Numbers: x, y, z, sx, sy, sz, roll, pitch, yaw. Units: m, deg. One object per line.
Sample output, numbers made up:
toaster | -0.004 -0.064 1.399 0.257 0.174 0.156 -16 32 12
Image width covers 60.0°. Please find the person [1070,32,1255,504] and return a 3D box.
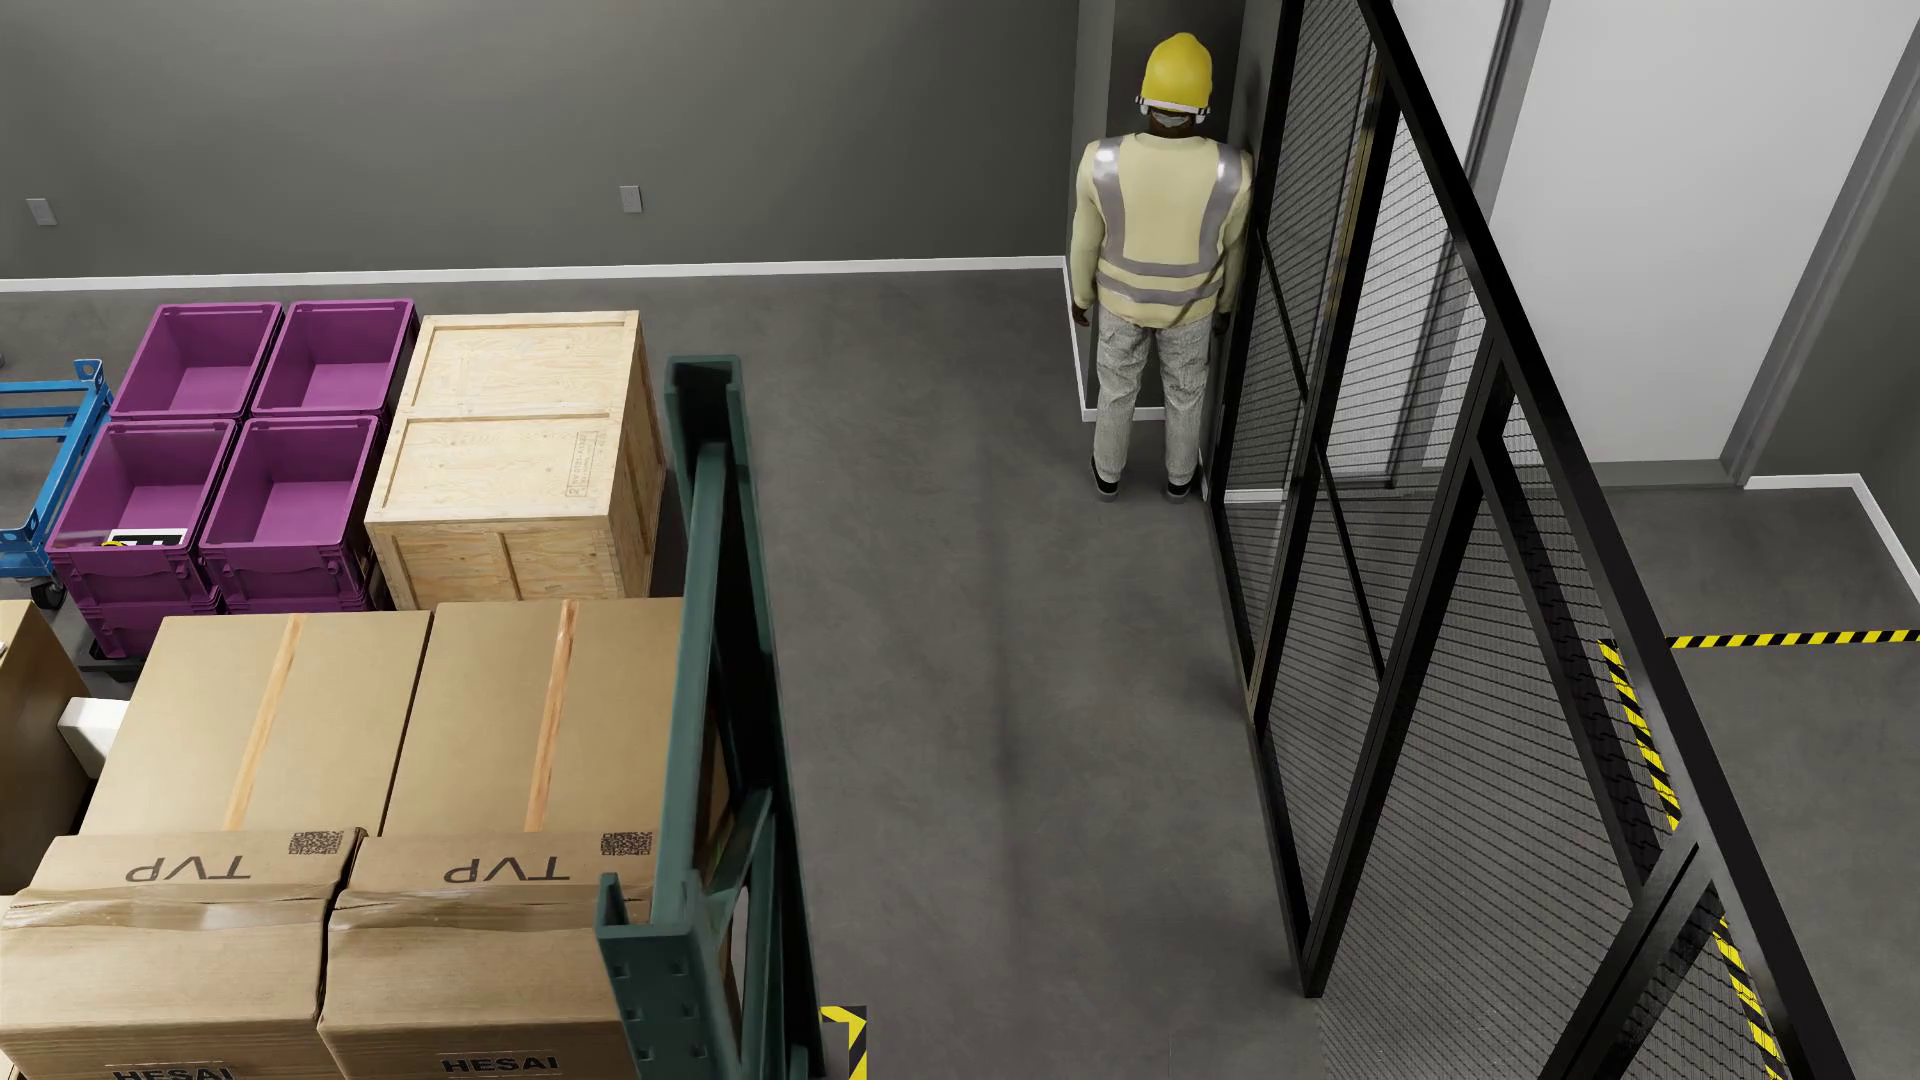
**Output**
person | 0.667 -0.859 5.648 0.591 1.834 0.404 6 47 5

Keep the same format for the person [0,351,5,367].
person | -4.035 -1.274 5.973 0.369 1.940 0.627 -3 46 -3
